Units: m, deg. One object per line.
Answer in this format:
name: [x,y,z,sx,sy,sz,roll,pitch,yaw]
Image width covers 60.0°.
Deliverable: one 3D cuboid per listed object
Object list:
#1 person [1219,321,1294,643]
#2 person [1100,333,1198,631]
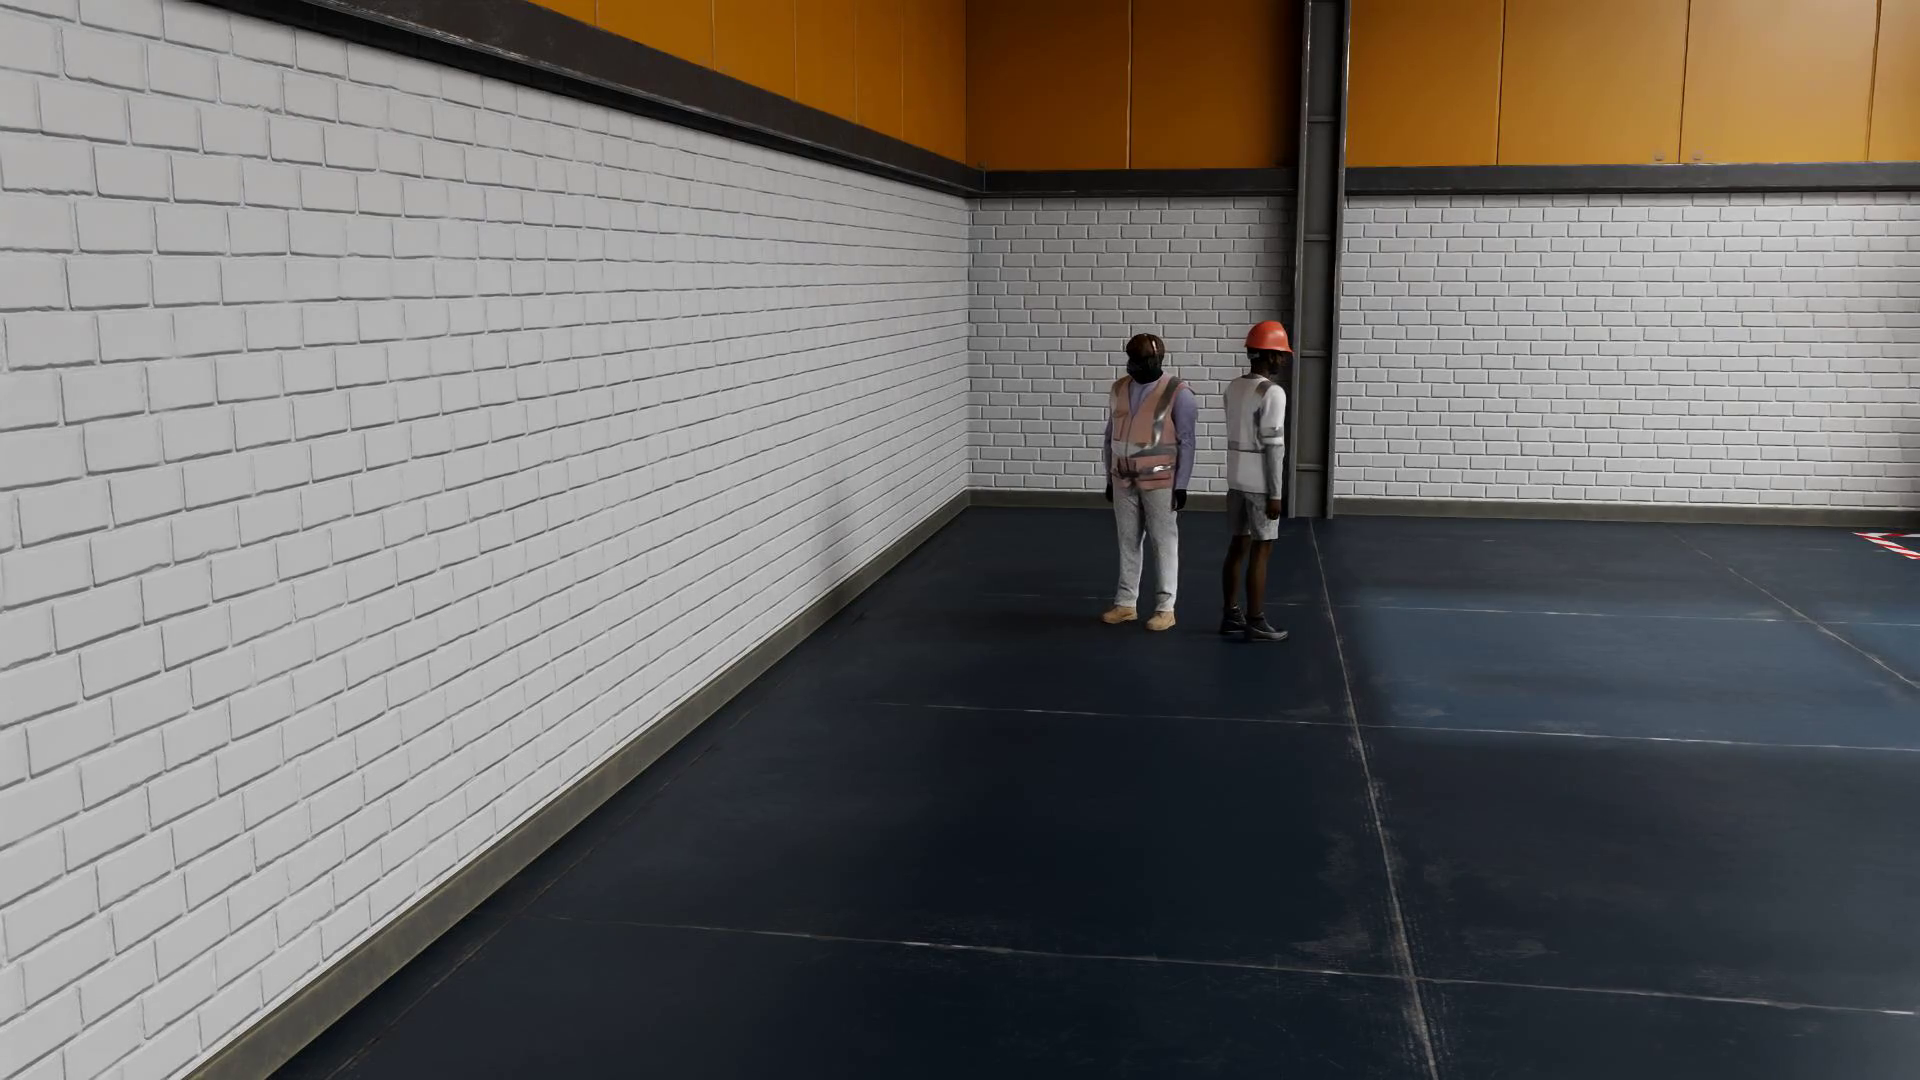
person: [1.797,-0.343,9.975,0.383,1.929,0.538,-4,10,-22]
person: [1.152,-0.360,10.345,0.626,1.840,0.430,8,12,40]
